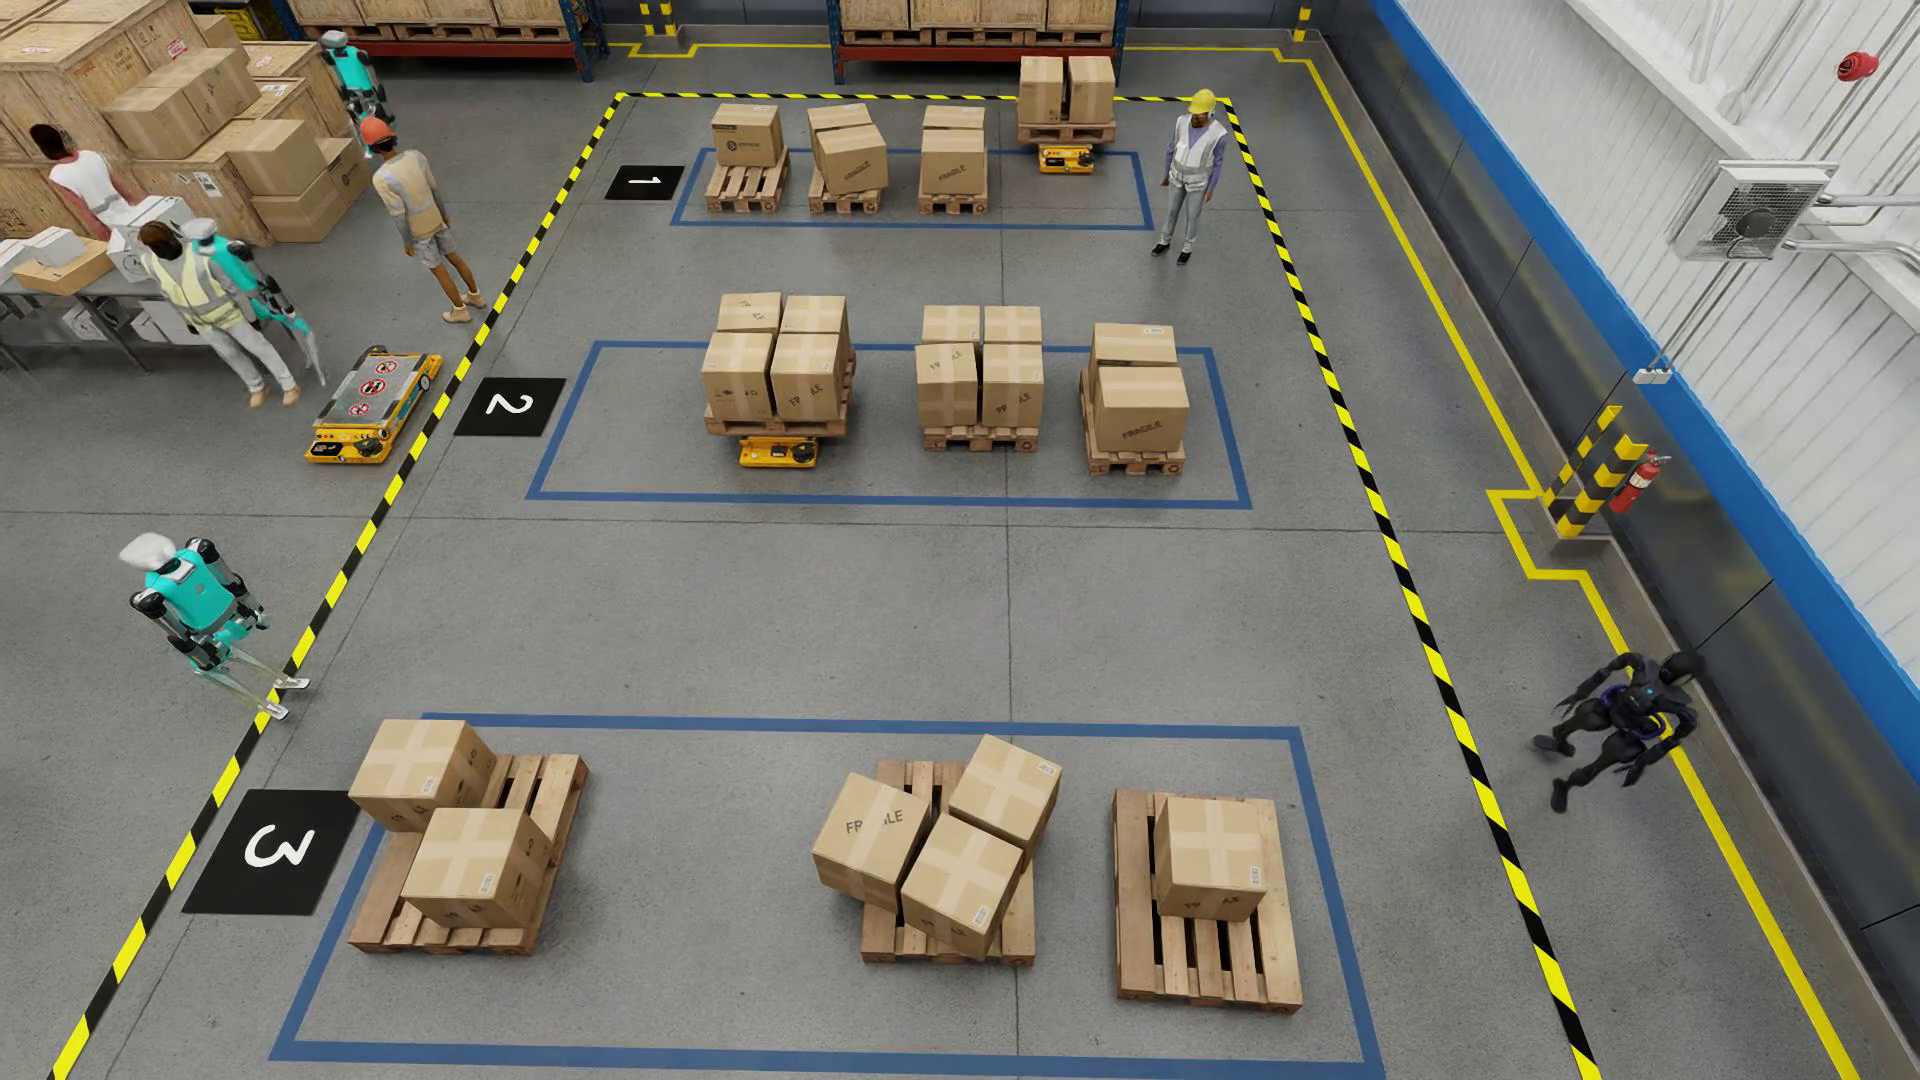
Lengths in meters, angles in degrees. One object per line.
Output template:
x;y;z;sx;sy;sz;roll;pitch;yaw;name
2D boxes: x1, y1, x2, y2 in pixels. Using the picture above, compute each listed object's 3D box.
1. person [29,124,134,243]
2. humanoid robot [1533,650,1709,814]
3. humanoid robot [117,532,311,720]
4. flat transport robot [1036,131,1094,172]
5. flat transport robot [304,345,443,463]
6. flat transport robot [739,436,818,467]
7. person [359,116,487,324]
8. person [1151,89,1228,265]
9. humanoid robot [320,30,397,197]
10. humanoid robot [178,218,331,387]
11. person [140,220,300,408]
-8.239;-3.080;8.901;0.546;1.906;0.616;1;50;1;person
3.988;1.099;5.518;0.461;1.647;0.606;-17;52;-14;humanoid robot
-4.849;0.548;5.857;0.735;1.671;0.533;9;50;8;humanoid robot
1.317;-5.138;11.696;0.652;0.197;1.431;0;50;0;flat transport robot
-5.383;-1.269;8.441;0.659;0.231;1.431;1;50;1;flat transport robot
-1.582;-1.235;8.394;0.652;0.197;1.431;1;50;1;flat transport robot
-5.138;-3.007;8.751;0.373;2.039;0.614;12;51;10;person
2.373;-3.742;9.508;0.598;1.829;0.404;29;56;22;person
-6.819;-4.739;10.442;0.542;1.762;1.029;5;50;4;humanoid robot
-6.227;-2.207;8.299;0.547;1.824;0.828;-5;50;-4;humanoid robot
-6.449;-1.944;7.986;0.627;1.835;0.431;-5;50;-4;person
